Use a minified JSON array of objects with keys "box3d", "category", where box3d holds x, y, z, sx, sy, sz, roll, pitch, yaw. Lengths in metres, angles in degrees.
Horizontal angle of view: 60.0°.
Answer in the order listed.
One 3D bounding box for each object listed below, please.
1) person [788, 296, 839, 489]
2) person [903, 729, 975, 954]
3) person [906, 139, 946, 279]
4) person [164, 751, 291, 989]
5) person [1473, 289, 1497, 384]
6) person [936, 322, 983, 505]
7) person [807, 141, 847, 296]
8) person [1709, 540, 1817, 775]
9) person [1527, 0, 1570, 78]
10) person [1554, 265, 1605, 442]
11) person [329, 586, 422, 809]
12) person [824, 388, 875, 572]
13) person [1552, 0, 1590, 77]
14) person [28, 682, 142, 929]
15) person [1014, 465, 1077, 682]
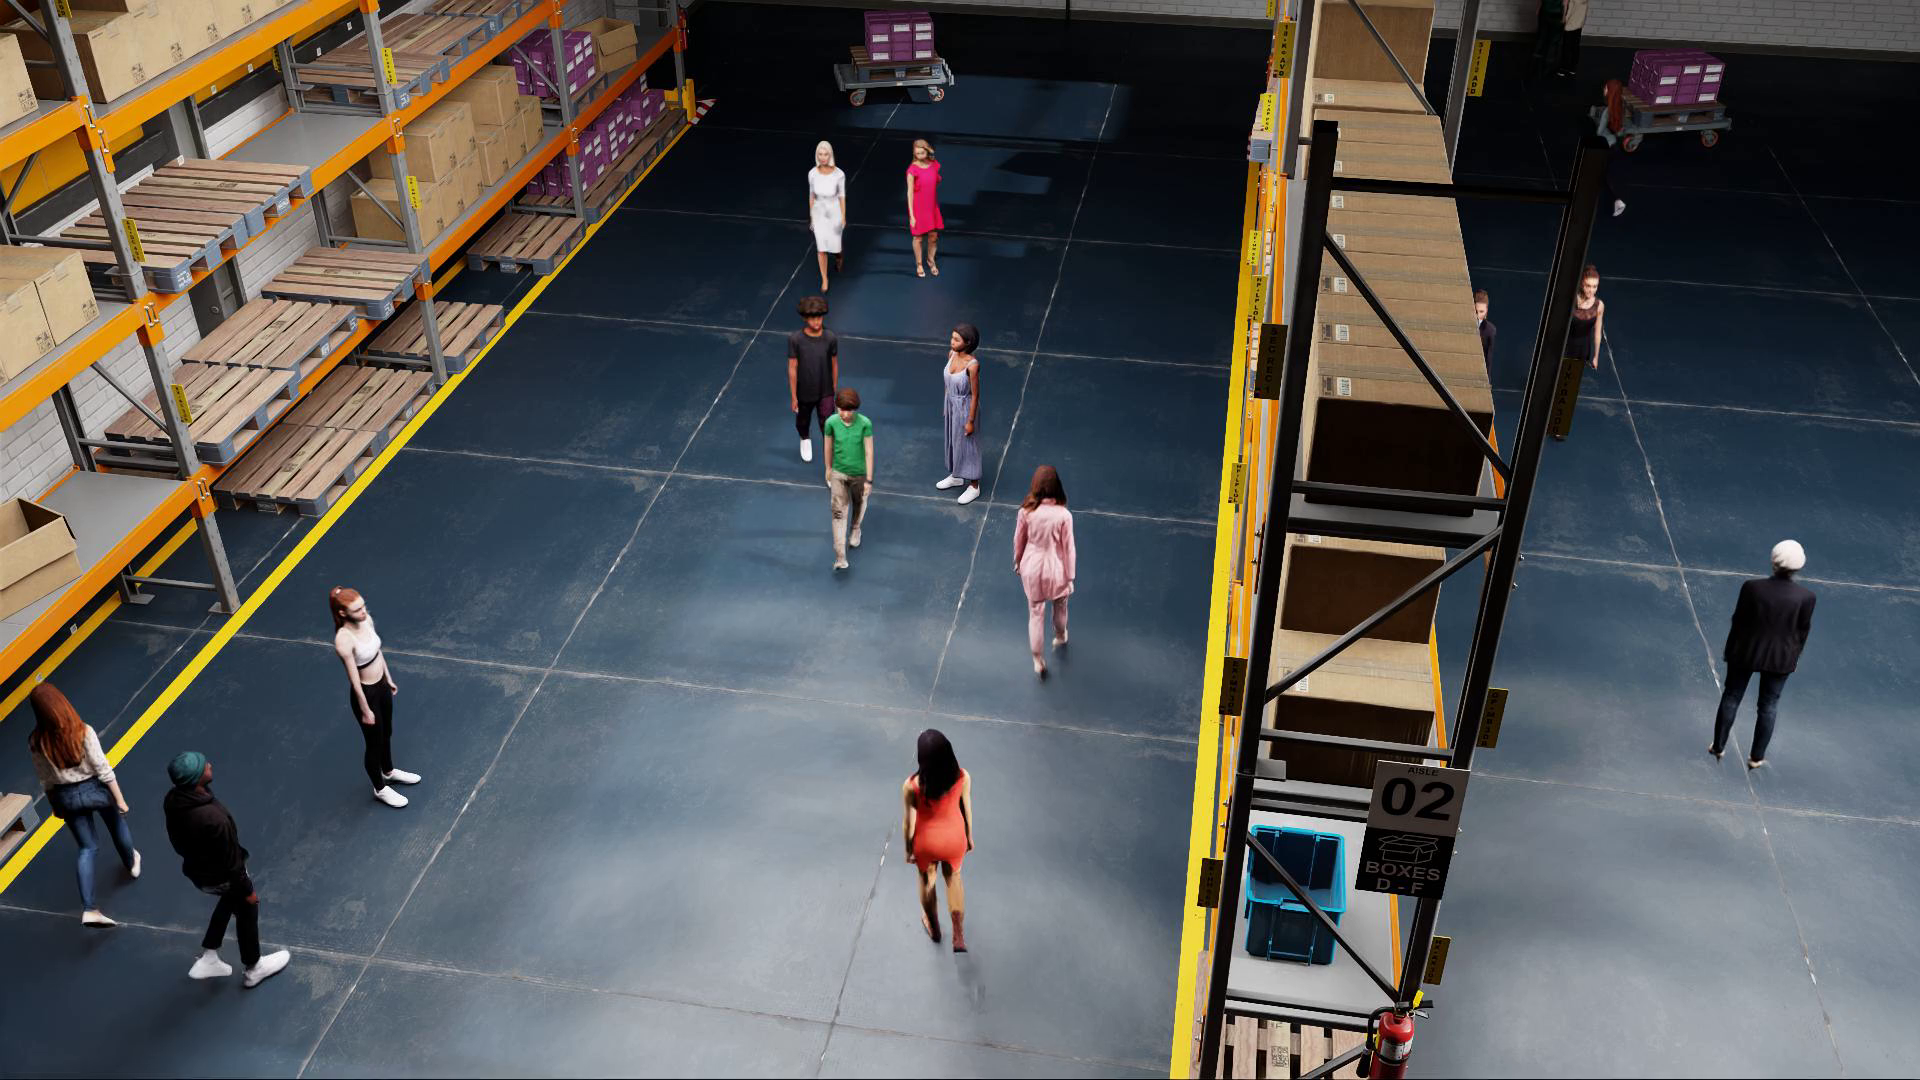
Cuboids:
[{"box3d":[-1.347,-1.408,15.048,0.874,1.747,1.198,-6,34,-9],"category":"person"},{"box3d":[-0.106,1.891,10.121,0.790,1.705,0.922,-8,34,-11],"category":"person"},{"box3d":[-0.417,-3.713,18.565,0.746,1.693,0.807,-23,40,-30],"category":"person"},{"box3d":[-4.471,2.010,9.854,0.853,1.805,0.931,22,39,29],"category":"person"},{"box3d":[4.638,-1.490,15.191,0.725,1.725,0.942,14,36,20],"category":"person"},{"box3d":[0.024,-1.143,14.695,0.710,1.696,0.654,-22,39,-29],"category":"person"},{"box3d":[-1.456,-3.578,18.323,0.602,1.736,0.757,3,34,4],"category":"person"},{"box3d":[5.302,0.771,10.898,0.775,1.779,0.683,15,36,21],"category":"person"},{"box3d":[8.738,-7.785,24.554,0.836,1.845,0.783,-24,41,-32],"category":"person"},{"box3d":[5.788,-1.842,15.789,0.695,1.649,0.987,0,34,0],"category":"person"},{"box3d":[-4.031,1.054,11.349,0.651,1.742,0.468,4,34,6],"category":"person"},{"box3d":[-0.904,-0.605,13.960,0.693,1.614,1.120,1,34,2],"category":"person"},{"box3d":[9.127,-7.651,24.707,0.650,1.452,0.693,-17,37,-24],"category":"person"},{"box3d":[-5.517,1.673,10.457,0.906,1.698,1.148,-9,35,-14],"category":"person"},{"box3d":[0.617,0.300,12.445,0.670,1.783,0.859,8,34,12],"category":"person"}]
